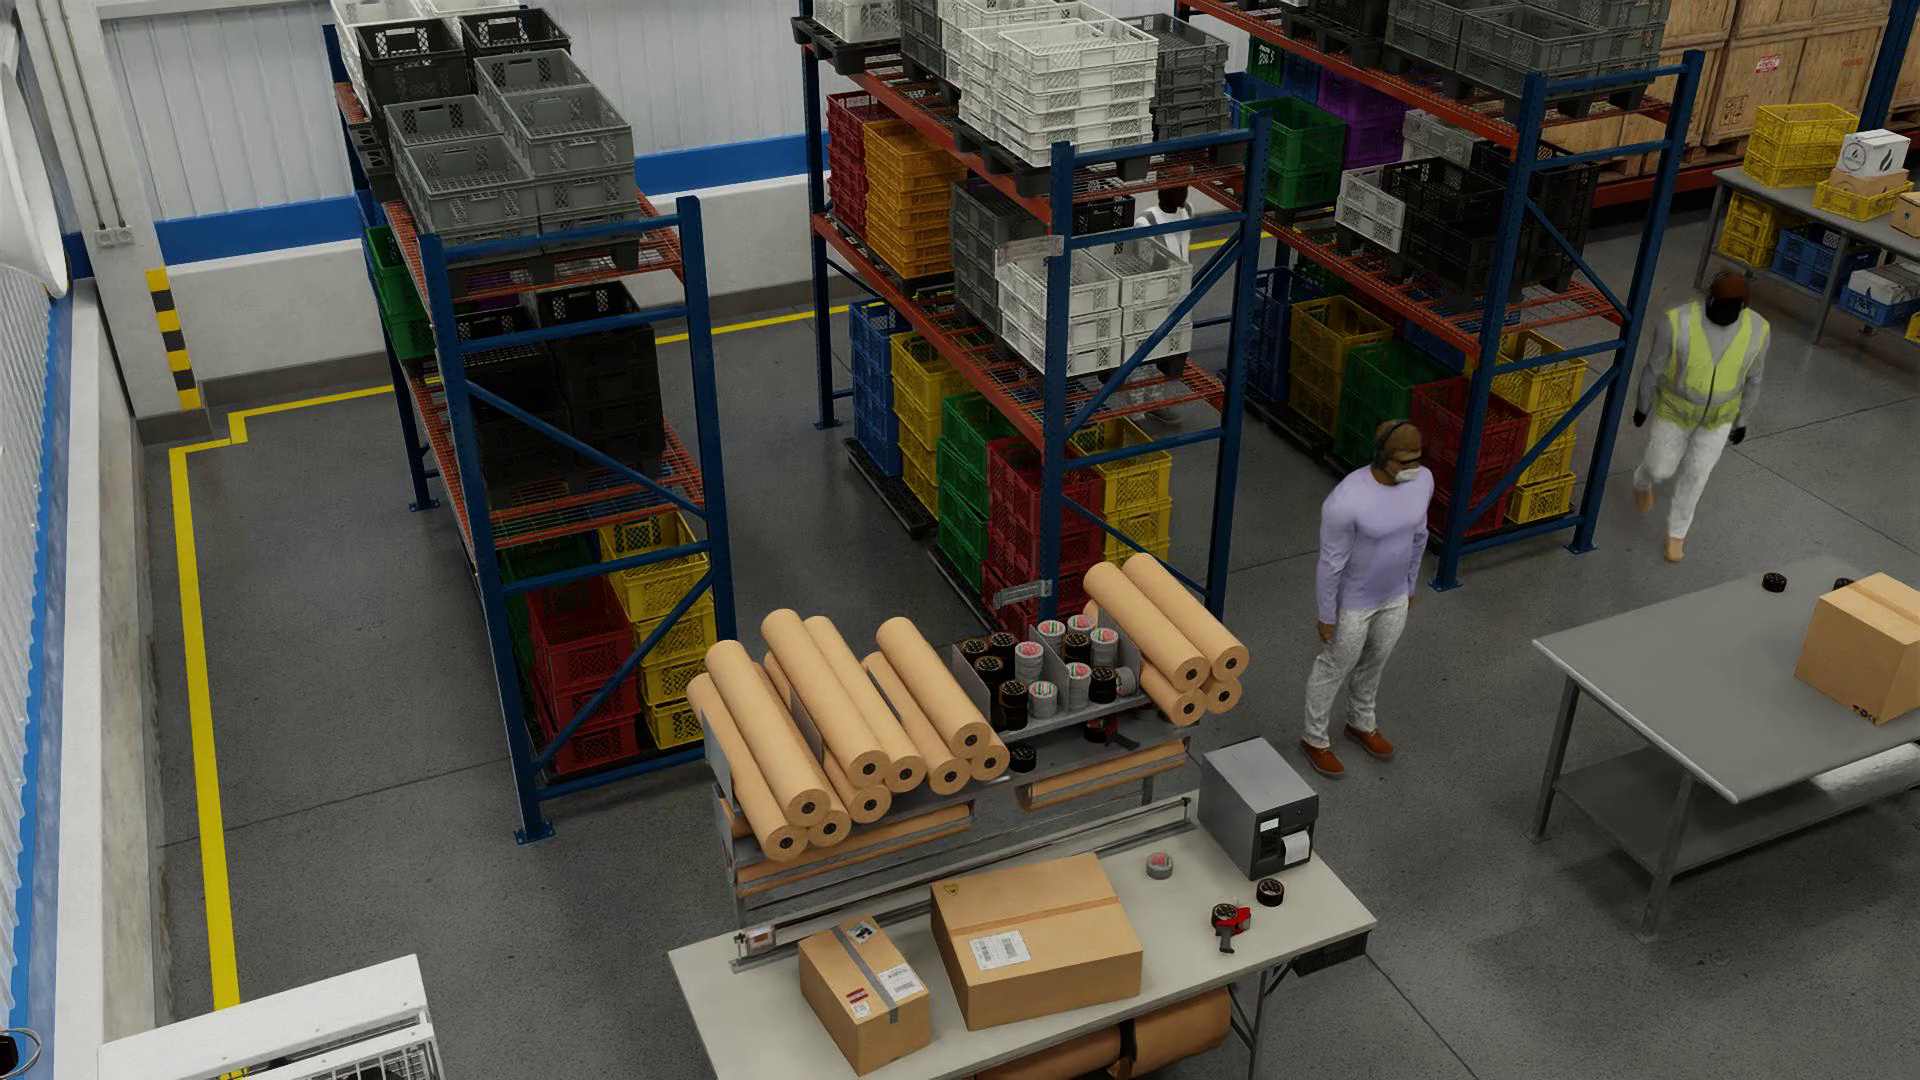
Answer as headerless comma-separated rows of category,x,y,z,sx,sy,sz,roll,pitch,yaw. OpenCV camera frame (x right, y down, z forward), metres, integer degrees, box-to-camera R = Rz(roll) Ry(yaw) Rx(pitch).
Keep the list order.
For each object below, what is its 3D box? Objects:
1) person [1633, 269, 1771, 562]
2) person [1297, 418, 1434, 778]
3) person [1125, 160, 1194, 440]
person,4.289,-0.786,9.752,0.645,1.822,0.590,6,32,9
person,1.944,0.268,7.939,0.629,1.932,0.358,-17,35,-25
person,1.328,-1.590,11.002,0.357,1.881,0.574,24,39,33
